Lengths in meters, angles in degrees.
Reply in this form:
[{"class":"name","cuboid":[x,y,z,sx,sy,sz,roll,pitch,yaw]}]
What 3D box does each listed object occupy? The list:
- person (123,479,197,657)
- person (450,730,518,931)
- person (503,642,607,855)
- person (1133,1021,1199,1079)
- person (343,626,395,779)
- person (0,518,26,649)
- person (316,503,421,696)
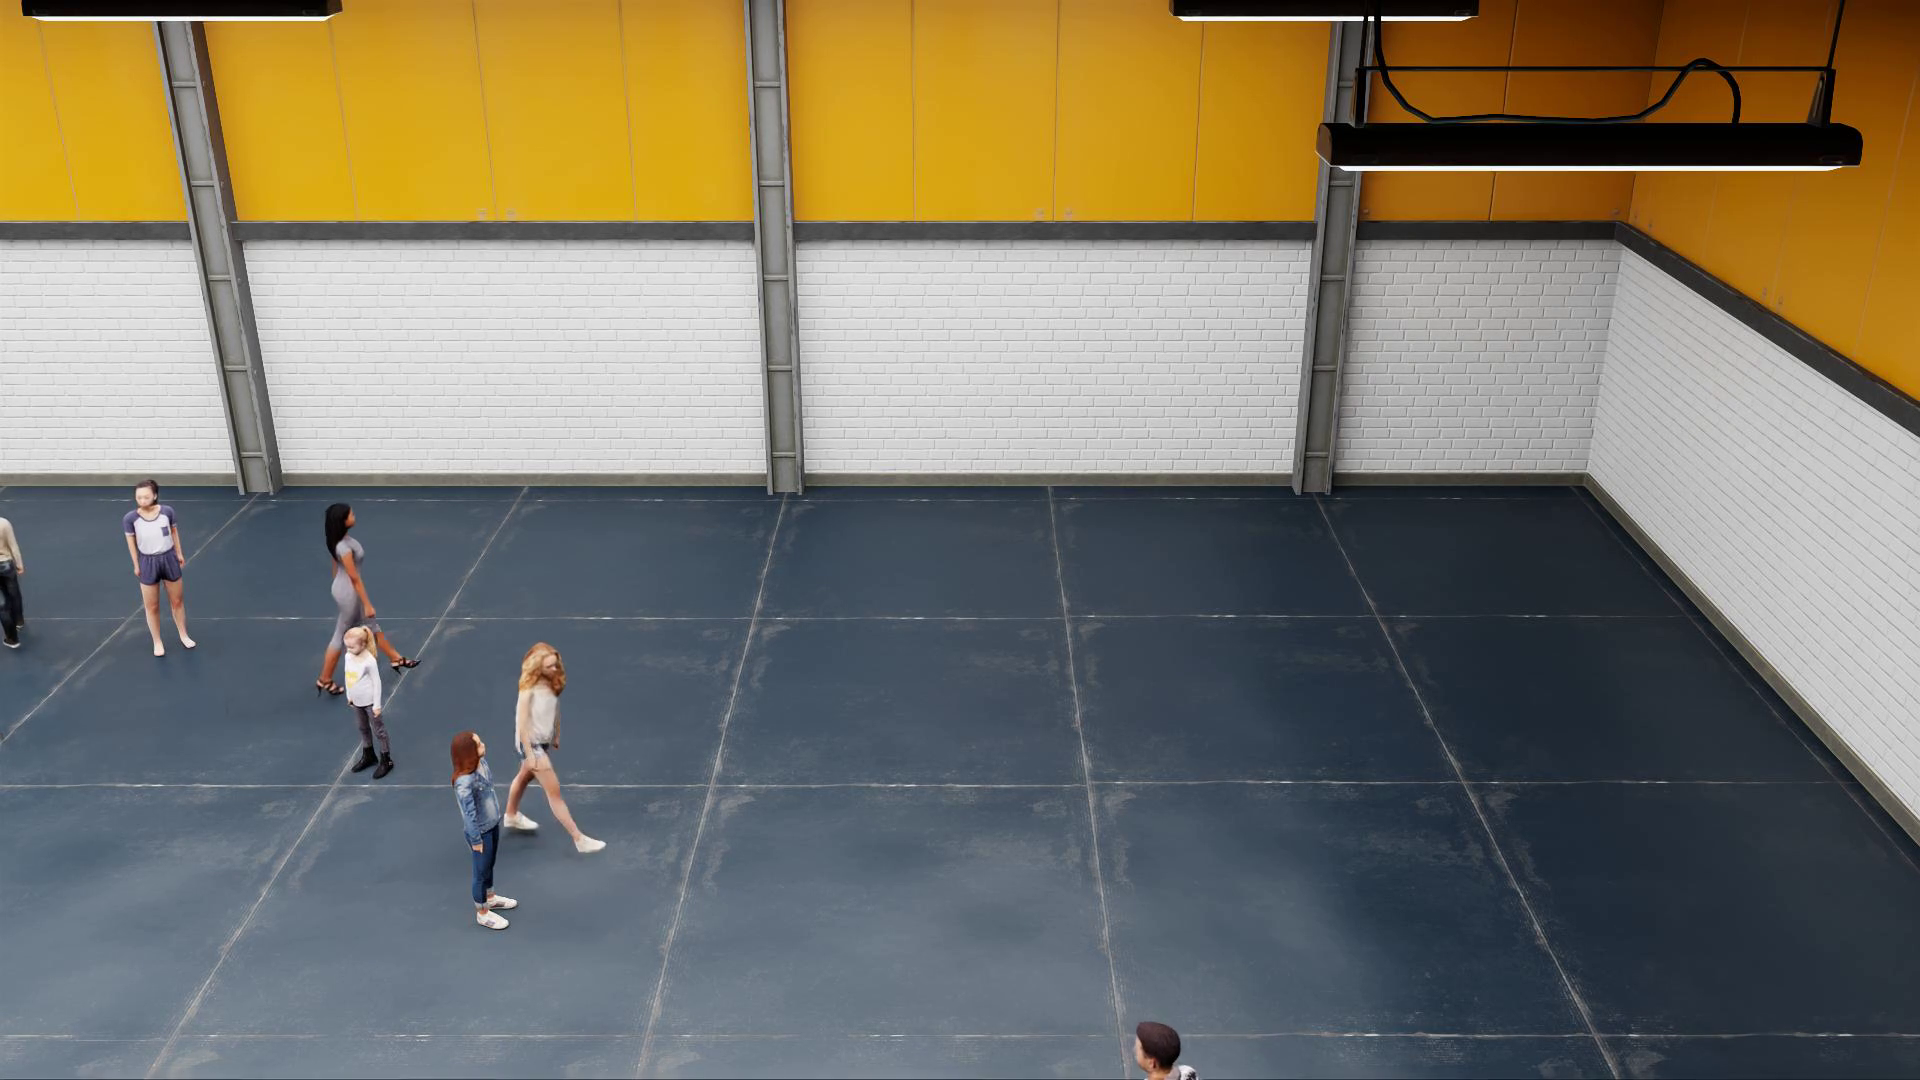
[{"class":"person","cuboid":[-7.284,0.233,15.100,0.637,1.650,0.729,-16,28,-33]},{"class":"person","cuboid":[-3.279,1.955,11.375,0.487,1.478,0.565,0,24,1]},{"class":"person","cuboid":[-3.166,1.517,12.122,1.250,1.681,0.871,7,25,16]},{"class":"person","cuboid":[0.980,3.162,8.146,0.805,1.852,0.790,17,29,33]},{"class":"person","cuboid":[-4.713,1.261,13.210,0.550,1.279,0.634,12,26,26]},{"class":"person","cuboid":[-8.777,0.303,15.199,0.920,1.442,0.933,-20,30,-38]},{"class":"person","cuboid":[-5.326,0.563,14.248,1.209,1.727,0.989,-13,27,-27]}]
